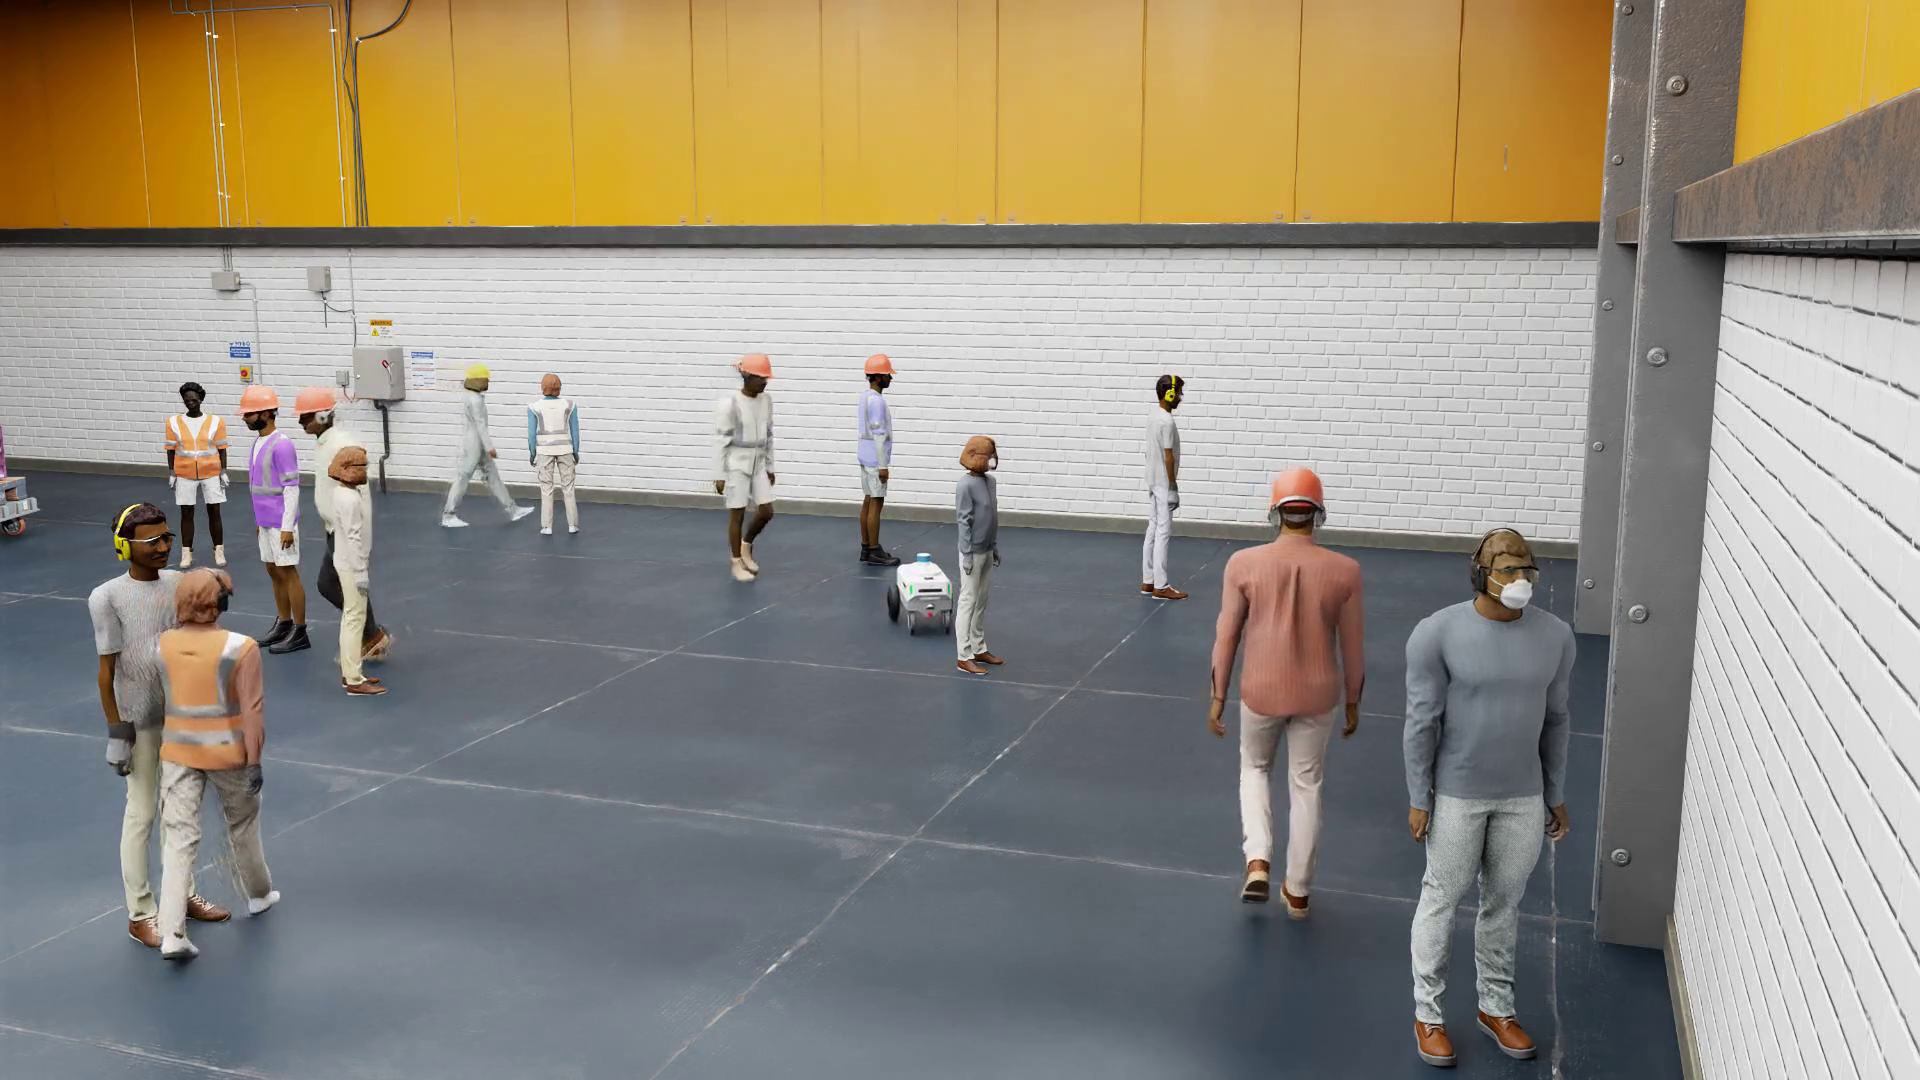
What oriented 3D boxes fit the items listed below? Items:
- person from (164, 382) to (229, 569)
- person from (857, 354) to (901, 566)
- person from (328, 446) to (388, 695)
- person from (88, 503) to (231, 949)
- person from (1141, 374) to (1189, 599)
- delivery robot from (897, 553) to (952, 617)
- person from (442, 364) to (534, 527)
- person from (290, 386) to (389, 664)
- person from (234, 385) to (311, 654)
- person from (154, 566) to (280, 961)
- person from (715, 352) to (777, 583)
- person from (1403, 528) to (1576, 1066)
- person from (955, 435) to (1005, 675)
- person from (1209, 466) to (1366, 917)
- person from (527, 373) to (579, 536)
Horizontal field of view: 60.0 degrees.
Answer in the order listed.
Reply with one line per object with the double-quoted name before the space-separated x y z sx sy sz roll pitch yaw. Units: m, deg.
"person" -6.915 -0.588 15.099 0.532 1.697 0.319 -4 11 -21
"person" -0.752 -0.733 15.236 0.364 1.939 0.542 -3 10 -16
"person" -3.954 0.197 10.878 0.269 1.629 0.516 -4 11 -24
"person" -3.369 0.764 7.001 0.325 1.871 0.524 3 11 18
"person" 1.699 -0.441 13.815 0.329 1.861 0.518 -2 10 -13
"delivery robot" -0.278 0.347 12.784 0.477 0.478 0.707 -2 10 -9
"person" -4.988 -0.986 17.351 0.951 1.689 0.496 -3 10 -15
"person" -4.290 -0.084 11.493 0.512 1.964 0.644 -6 12 -30
"person" -4.948 -0.147 11.944 0.376 1.933 0.551 -9 14 -42
"person" -3.151 0.919 6.943 0.513 1.607 0.858 0 10 -1
"person" -1.847 -0.620 14.391 0.661 2.009 0.521 -10 14 -43
"person" 1.891 0.913 5.964 0.627 1.940 0.373 -2 10 -9
"person" 0.132 0.092 11.446 0.285 1.633 0.500 5 11 25
"person" 1.429 0.667 7.265 0.683 1.968 0.520 1 10 8
"person" -4.096 -0.859 16.784 0.514 1.641 0.315 -3 11 -19
